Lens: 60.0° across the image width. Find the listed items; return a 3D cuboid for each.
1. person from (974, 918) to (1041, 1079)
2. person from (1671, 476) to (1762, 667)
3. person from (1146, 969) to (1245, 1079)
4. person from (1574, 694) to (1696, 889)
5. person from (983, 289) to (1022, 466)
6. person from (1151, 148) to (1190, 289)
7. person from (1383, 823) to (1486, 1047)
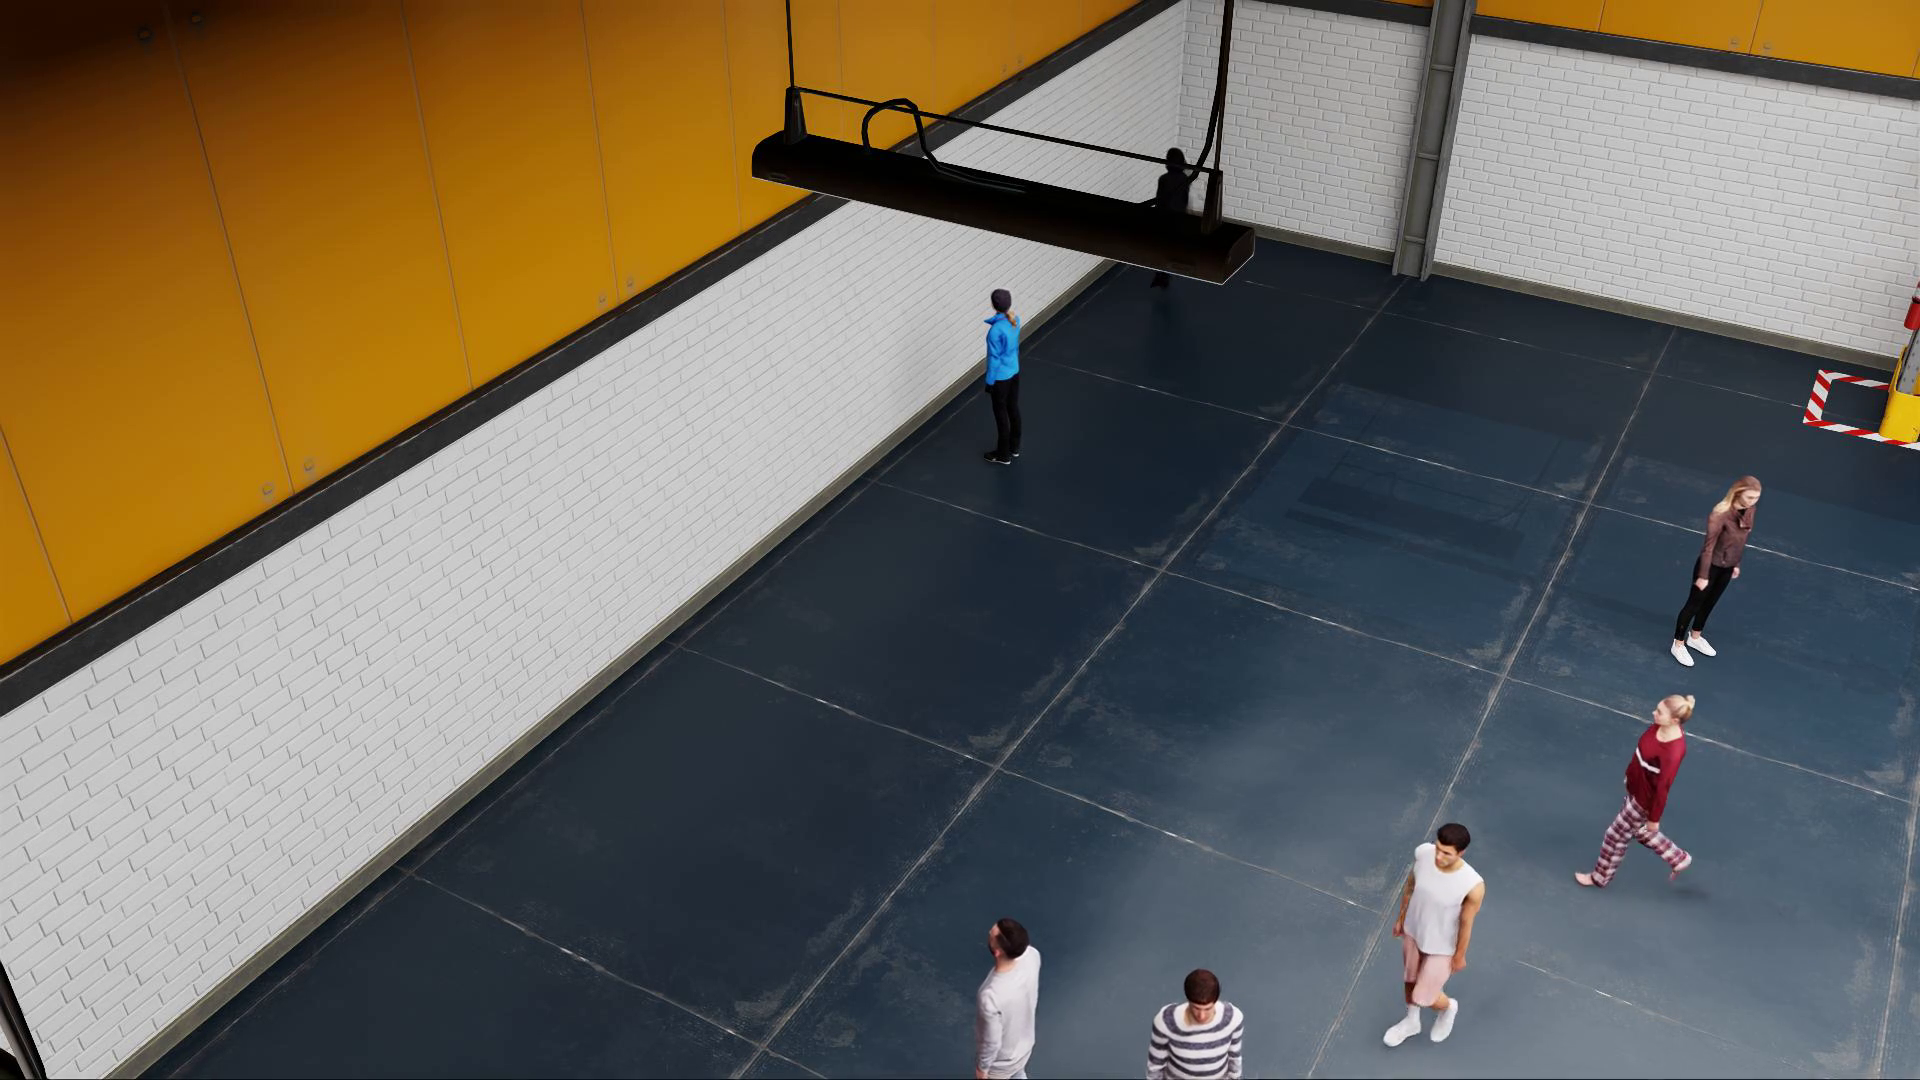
[{"bbox_3d":[0.249,2.768,9.193,0.563,1.839,0.697,21,39,28],"label":"person"},{"bbox_3d":[5.988,0.203,13.173,0.679,1.704,0.694,-15,36,-21],"label":"person"},{"bbox_3d":[1.271,2.931,8.941,0.715,1.847,0.830,-1,34,-2],"label":"person"},{"bbox_3d":[4.594,1.683,10.969,1.017,1.680,0.794,6,34,9],"label":"person"},{"bbox_3d":[0.423,-1.548,15.720,0.551,1.800,0.637,23,40,30],"label":"person"},{"bbox_3d":[2.405,-3.628,18.947,0.825,1.694,0.877,-7,34,-10],"label":"person"},{"bbox_3d":[2.883,2.322,9.922,0.855,1.775,0.808,-19,38,-26],"label":"person"}]
